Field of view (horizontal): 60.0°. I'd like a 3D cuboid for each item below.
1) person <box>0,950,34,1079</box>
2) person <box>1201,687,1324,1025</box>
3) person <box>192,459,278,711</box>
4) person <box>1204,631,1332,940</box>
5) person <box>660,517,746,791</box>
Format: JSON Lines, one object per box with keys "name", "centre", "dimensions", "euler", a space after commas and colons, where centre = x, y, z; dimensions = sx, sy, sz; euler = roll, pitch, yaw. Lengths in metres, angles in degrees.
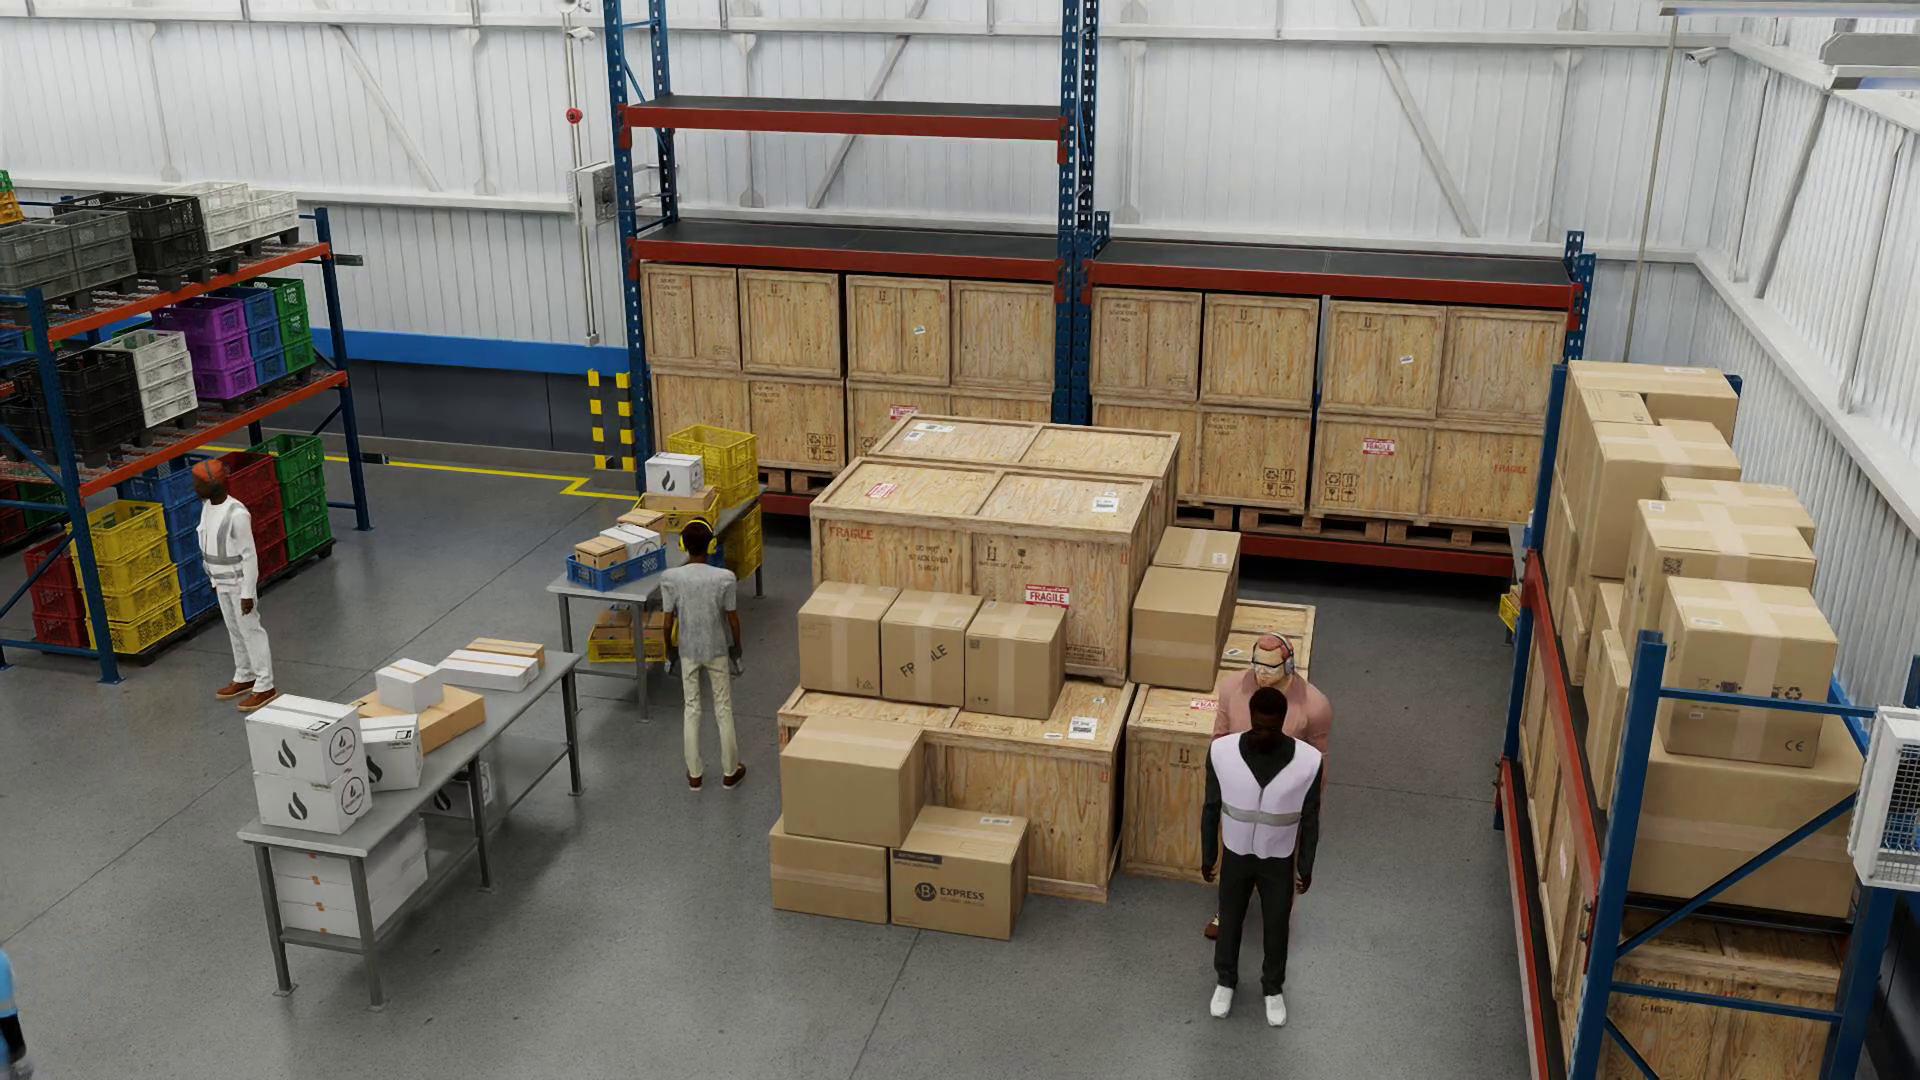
{"name": "person", "centre": [-4.278, 2.206, 7.273], "dimensions": [0.543, 1.683, 0.352], "euler": [8, 22, 19]}
{"name": "person", "centre": [1.531, 1.600, 8.550], "dimensions": [0.591, 1.911, 0.389], "euler": [4, 21, 11]}
{"name": "person", "centre": [-5.232, 0.308, 11.954], "dimensions": [0.573, 1.887, 0.354], "euler": [18, 27, 39]}
{"name": "person", "centre": [1.662, 1.382, 9.120], "dimensions": [0.652, 1.906, 0.402], "euler": [11, 23, 26]}
{"name": "person", "centre": [-1.671, 0.746, 10.832], "dimensions": [0.518, 1.870, 0.323], "euler": [0, 21, -1]}
